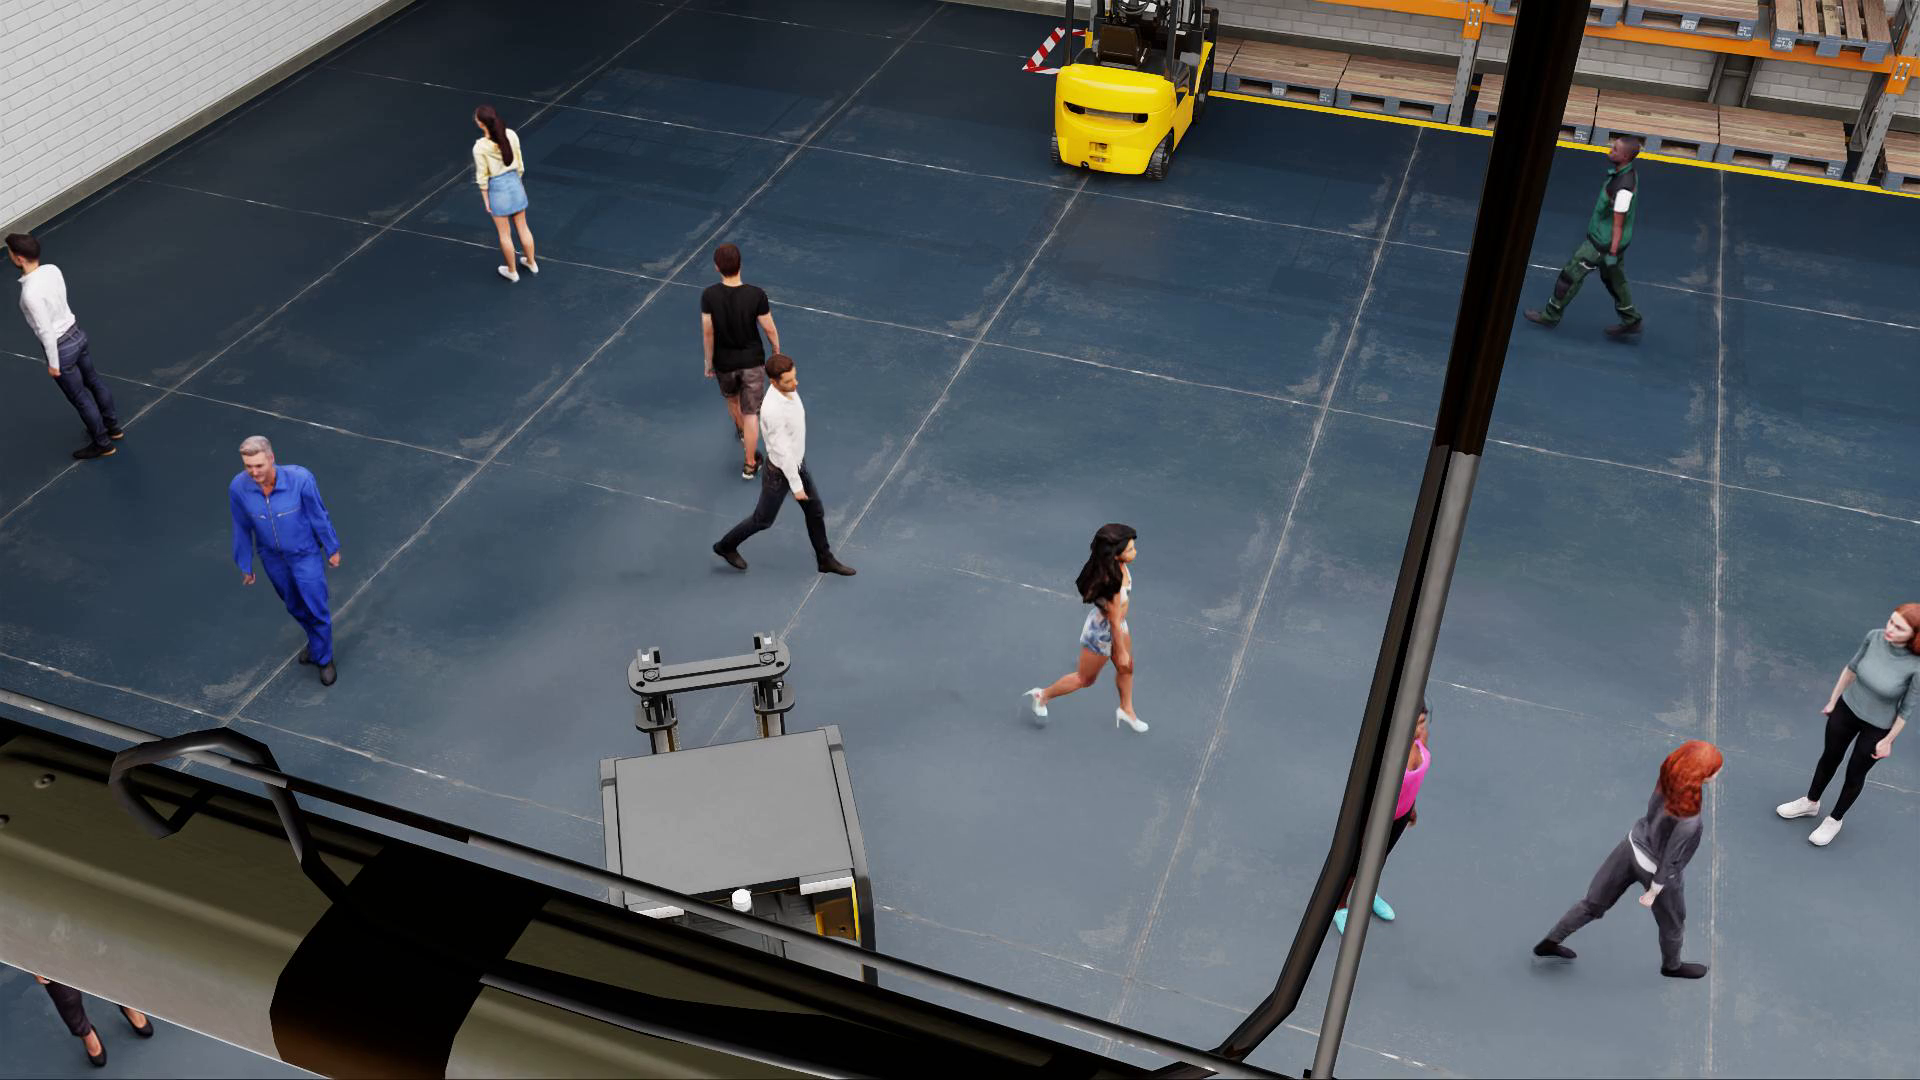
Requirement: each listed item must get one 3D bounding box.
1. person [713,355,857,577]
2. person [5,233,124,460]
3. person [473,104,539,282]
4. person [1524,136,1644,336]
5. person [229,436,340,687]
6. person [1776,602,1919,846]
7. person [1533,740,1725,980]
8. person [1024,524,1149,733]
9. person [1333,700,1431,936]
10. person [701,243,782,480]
[{"bbox_3d":[-1.295,-0.455,11.282,1.281,1.823,0.775,7,39,9],"label":"person"},{"bbox_3d":[-6.731,-1.468,12.514,0.698,1.868,0.693,1,39,1],"label":"person"},{"bbox_3d":[-4.031,-3.073,14.714,0.691,1.631,0.705,32,48,33],"label":"person"},{"bbox_3d":[5.461,-2.461,13.815,1.200,1.796,0.720,14,41,17],"label":"person"},{"bbox_3d":[-4.262,0.060,10.641,0.853,1.817,0.972,-1,39,-1],"label":"person"},{"bbox_3d":[5.149,1.038,9.476,0.729,1.743,0.670,-16,41,-19],"label":"person"},{"bbox_3d":[3.500,1.697,8.662,1.205,1.729,0.887,-1,39,-1],"label":"person"},{"bbox_3d":[0.810,0.581,10.167,1.043,1.595,0.641,9,40,11],"label":"person"},{"bbox_3d":[2.280,1.452,8.973,0.661,1.722,0.714,-19,42,-22],"label":"person"},{"bbox_3d":[-1.649,-1.269,12.294,1.068,1.831,0.994,1,39,1],"label":"person"}]
